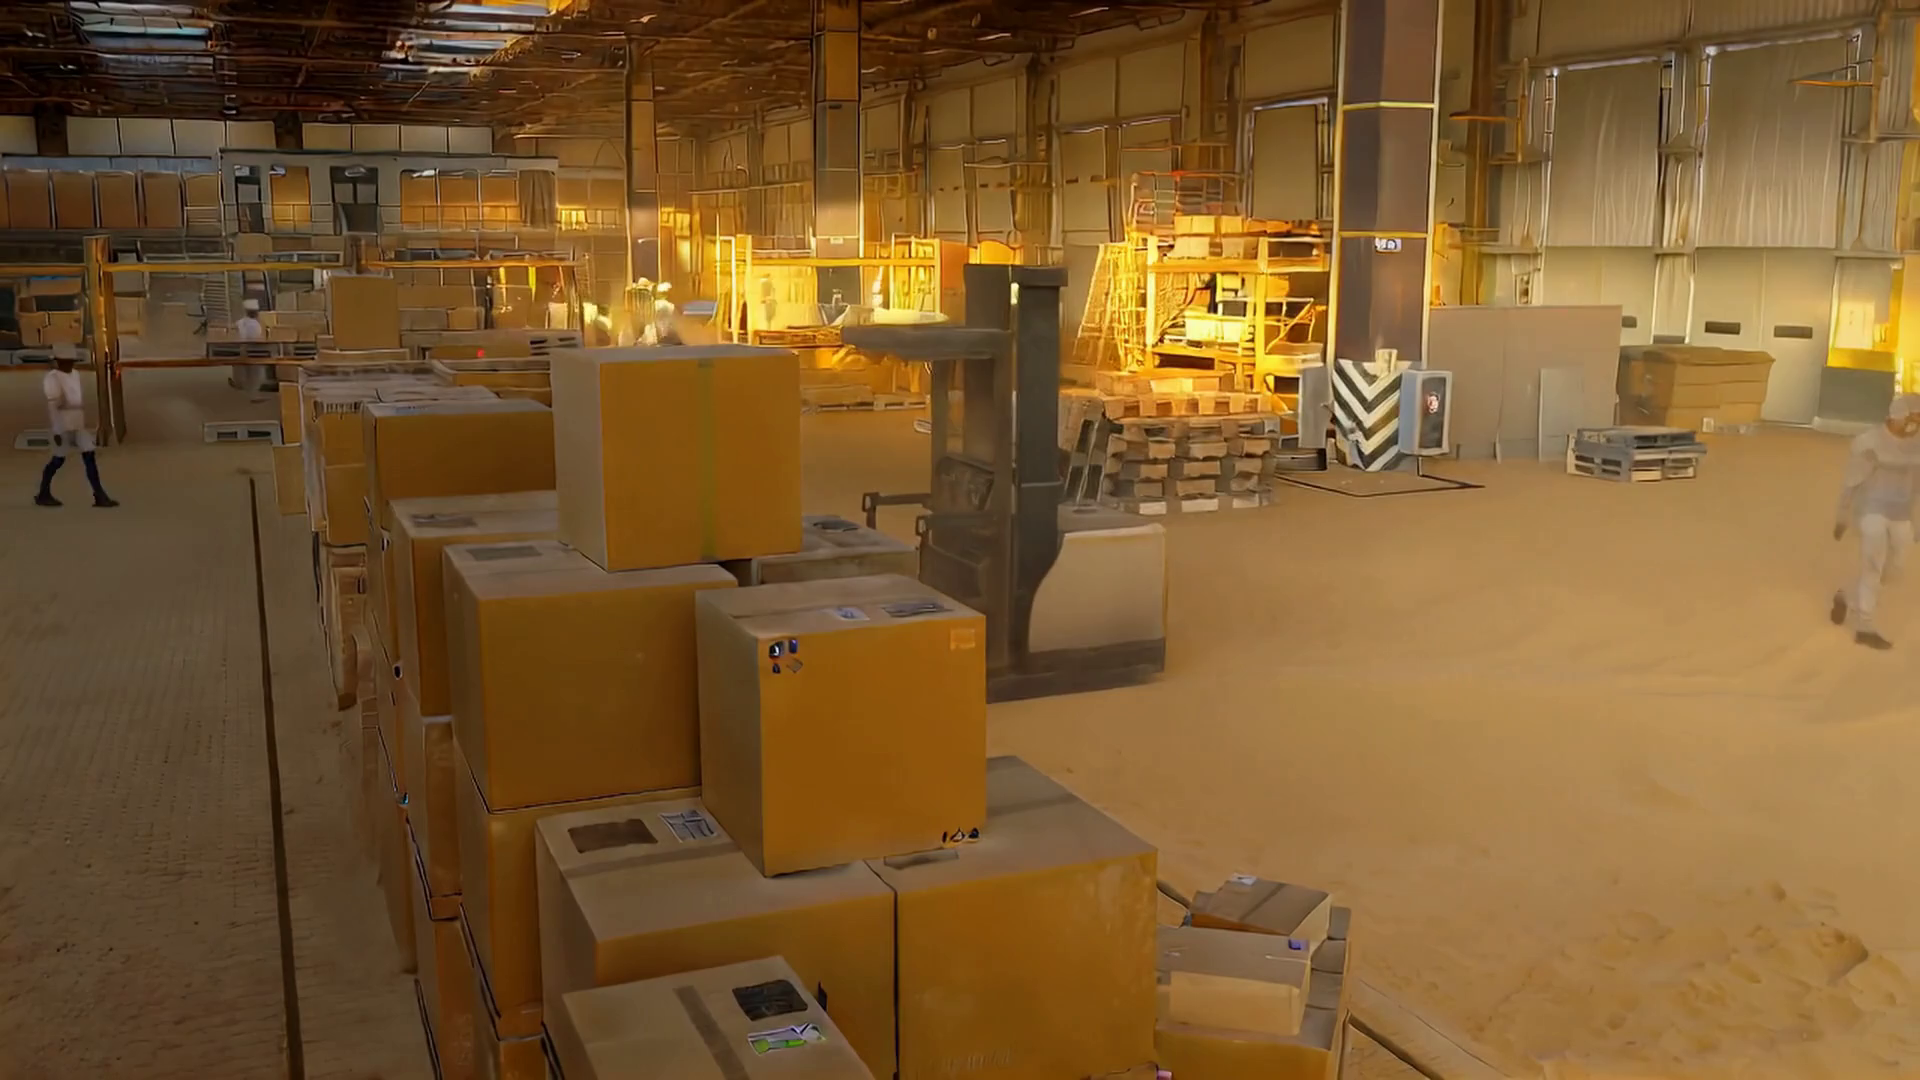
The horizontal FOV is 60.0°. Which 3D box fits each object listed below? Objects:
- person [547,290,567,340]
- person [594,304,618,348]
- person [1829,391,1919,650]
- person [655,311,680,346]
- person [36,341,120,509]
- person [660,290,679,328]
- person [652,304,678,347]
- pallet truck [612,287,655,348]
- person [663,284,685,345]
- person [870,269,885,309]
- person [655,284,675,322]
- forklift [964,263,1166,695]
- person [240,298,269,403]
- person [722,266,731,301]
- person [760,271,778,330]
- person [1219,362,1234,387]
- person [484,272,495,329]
[{"bbox_3d":[-9.871,-5.260,40.826,0.500,1.727,0.546,2,11,13],"label":"person"},{"bbox_3d":[-7.102,-3.921,33.617,0.776,1.664,0.548,-7,13,-35],"label":"person"},{"bbox_3d":[6.838,-0.186,12.445,0.672,1.908,0.819,-1,10,-6],"label":"person"},{"bbox_3d":[-4.342,-2.477,24.973,0.508,1.926,0.649,0,10,-1],"label":"person"},{"bbox_3d":[-9.931,-1.269,18.461,0.997,1.883,0.566,2,11,13],"label":"person"},{"bbox_3d":[-6.528,-4.679,37.360,0.430,1.838,0.624,-2,10,-11],"label":"person"},{"bbox_3d":[-5.348,-3.336,30.025,0.520,1.817,0.753,2,10,10],"label":"person"},{"bbox_3d":[-6.464,-4.406,35.401,0.823,1.965,1.885,6,12,32],"label":"pallet truck"},{"bbox_3d":[-6.962,-5.275,40.510,1.144,1.911,0.592,6,12,29],"label":"person"},{"bbox_3d":[-2.804,-8.291,56.980,0.550,1.935,0.376,6,12,32],"label":"person"},{"bbox_3d":[-7.026,-5.089,39.366,0.593,1.922,0.387,-8,13,-37],"label":"person"},{"bbox_3d":[0.362,-0.447,11.148,1.873,2.768,1.129,-4,11,-23],"label":"forklift"},{"bbox_3d":[-12.845,-3.433,30.264,0.413,1.913,0.617,1,10,3],"label":"person"},{"bbox_3d":[-10.950,-12.282,78.847,0.646,1.981,0.469,-2,10,-10],"label":"person"},{"bbox_3d":[-6.234,-7.777,54.167,0.623,1.931,0.641,5,11,25],"label":"person"},{"bbox_3d":[5.078,-3.782,32.270,0.756,1.891,0.573,1,10,3],"label":"person"},{"bbox_3d":[-14.933,-7.541,52.885,0.379,1.931,0.625,0,10,-1],"label":"person"}]
